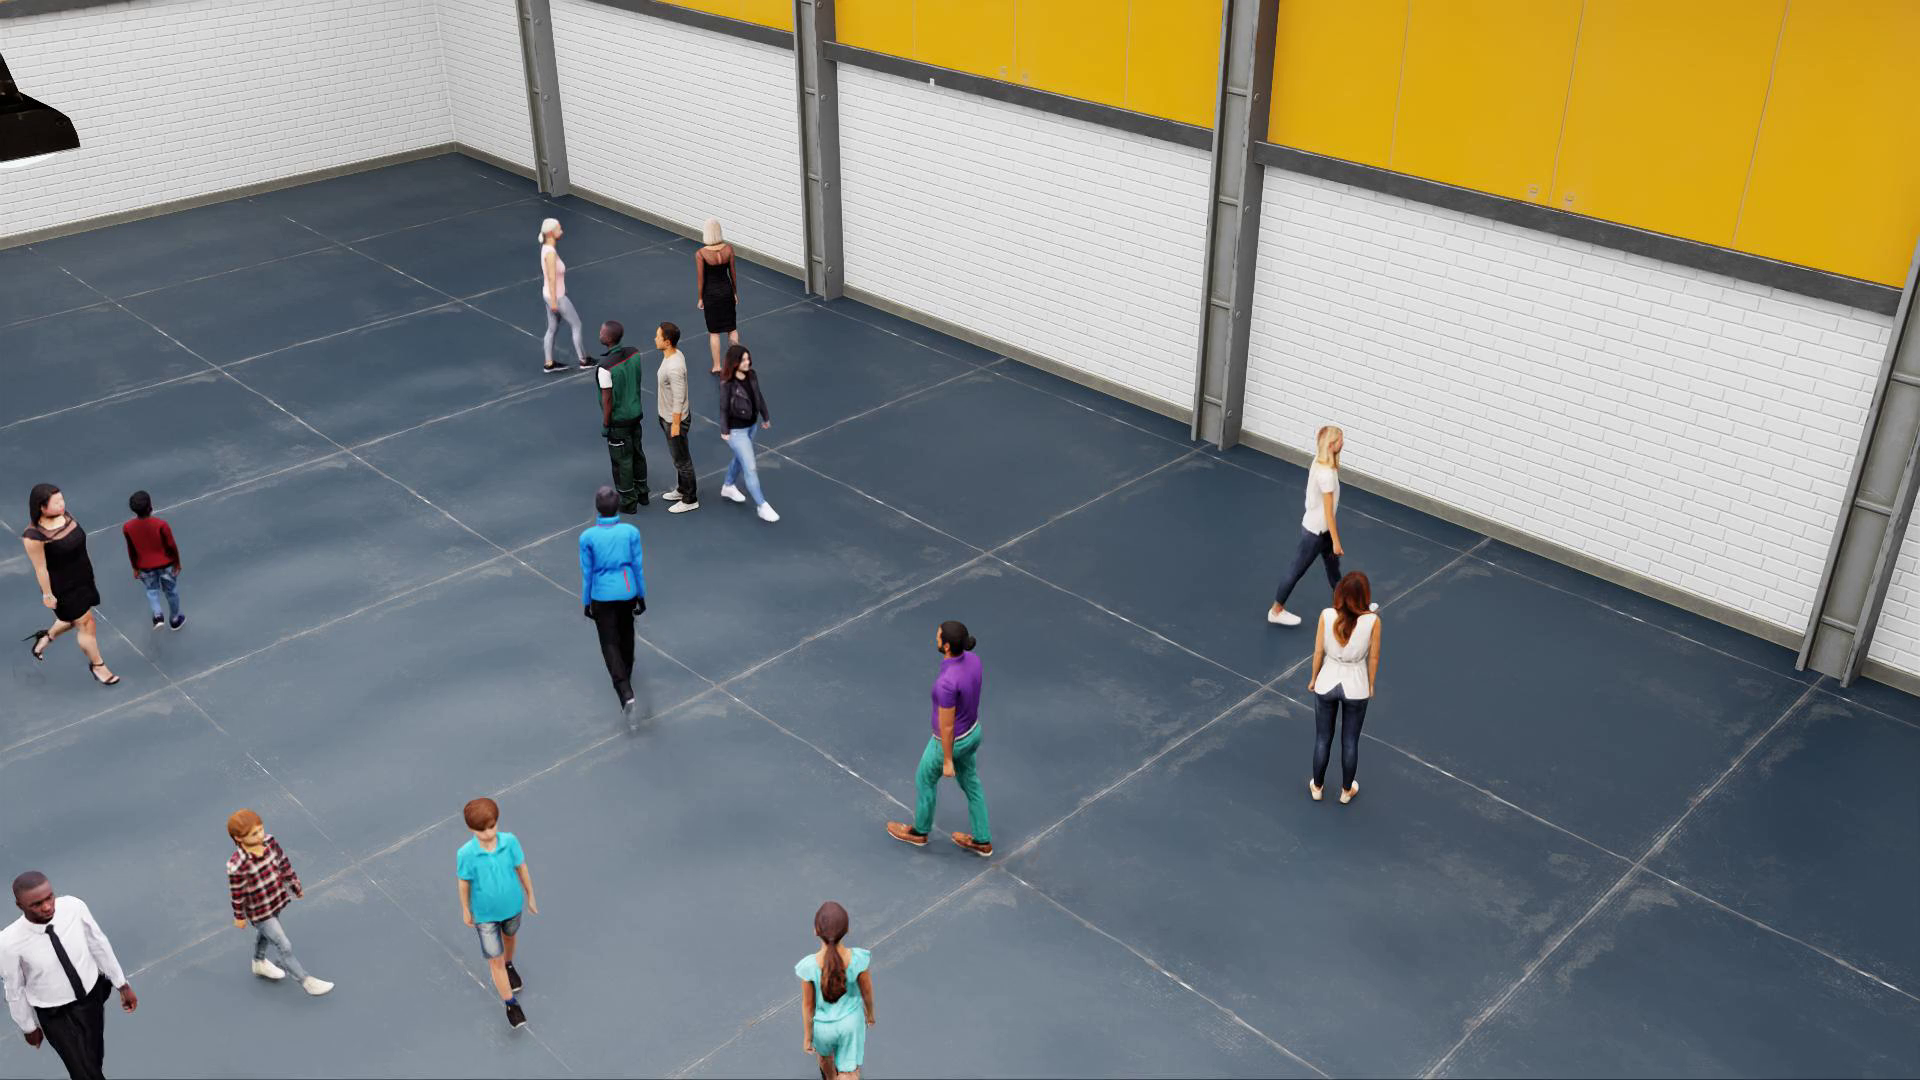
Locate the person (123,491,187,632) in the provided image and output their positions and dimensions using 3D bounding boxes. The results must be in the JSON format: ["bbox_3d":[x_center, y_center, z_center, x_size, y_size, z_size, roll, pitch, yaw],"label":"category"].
[{"bbox_3d":[-6.430,0.204,13.263,0.622,1.246,0.677,-7,29,-13],"label":"person"}]

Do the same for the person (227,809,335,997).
[{"bbox_3d":[-4.126,2.106,9.749,0.954,1.273,0.777,10,30,17],"label":"person"}]

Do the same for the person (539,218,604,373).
[{"bbox_3d":[-4.443,-2.604,17.934,0.839,1.703,0.897,-11,31,-20],"label":"person"}]

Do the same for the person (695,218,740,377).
[{"bbox_3d":[-2.602,-2.611,17.903,0.657,1.746,0.627,-13,31,-22],"label":"person"}]

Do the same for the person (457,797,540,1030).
[{"bbox_3d":[-2.714,2.065,9.663,0.635,1.427,0.900,-19,34,-30],"label":"person"}]

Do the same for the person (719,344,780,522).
[{"bbox_3d":[-2.028,-1.007,15.121,1.068,1.595,0.778,17,33,28],"label":"person"}]

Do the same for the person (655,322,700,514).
[{"bbox_3d":[-2.576,-1.128,15.115,0.796,1.812,0.661,-8,30,-14],"label":"person"}]

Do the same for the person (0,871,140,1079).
[{"bbox_3d":[-4.670,2.405,8.645,1.125,1.804,0.834,15,32,25],"label":"person"}]

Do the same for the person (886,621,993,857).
[{"bbox_3d":[0.049,1.320,10.698,1.023,1.745,0.807,14,32,24],"label":"person"}]

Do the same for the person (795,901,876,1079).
[{"bbox_3d":[-0.629,2.572,8.635,0.960,1.521,1.129,-5,29,-9],"label":"person"}]

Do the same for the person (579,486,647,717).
[{"bbox_3d":[-2.534,0.462,12.245,0.903,1.769,1.181,-11,30,-19],"label":"person"}]

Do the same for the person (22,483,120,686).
[{"bbox_3d":[-6.800,0.355,12.518,1.042,1.695,0.961,2,29,4],"label":"person"}]

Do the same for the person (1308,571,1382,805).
[{"bbox_3d":[2.581,1.006,11.231,0.604,1.785,0.726,9,30,16],"label":"person"}]

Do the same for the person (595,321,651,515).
[{"bbox_3d":[-3.056,-1.119,15.071,0.709,1.839,0.757,14,32,24],"label":"person"}]

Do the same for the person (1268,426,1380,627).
[{"bbox_3d":[2.735,-0.071,13.215,1.191,1.776,1.037,4,29,8],"label":"person"}]
